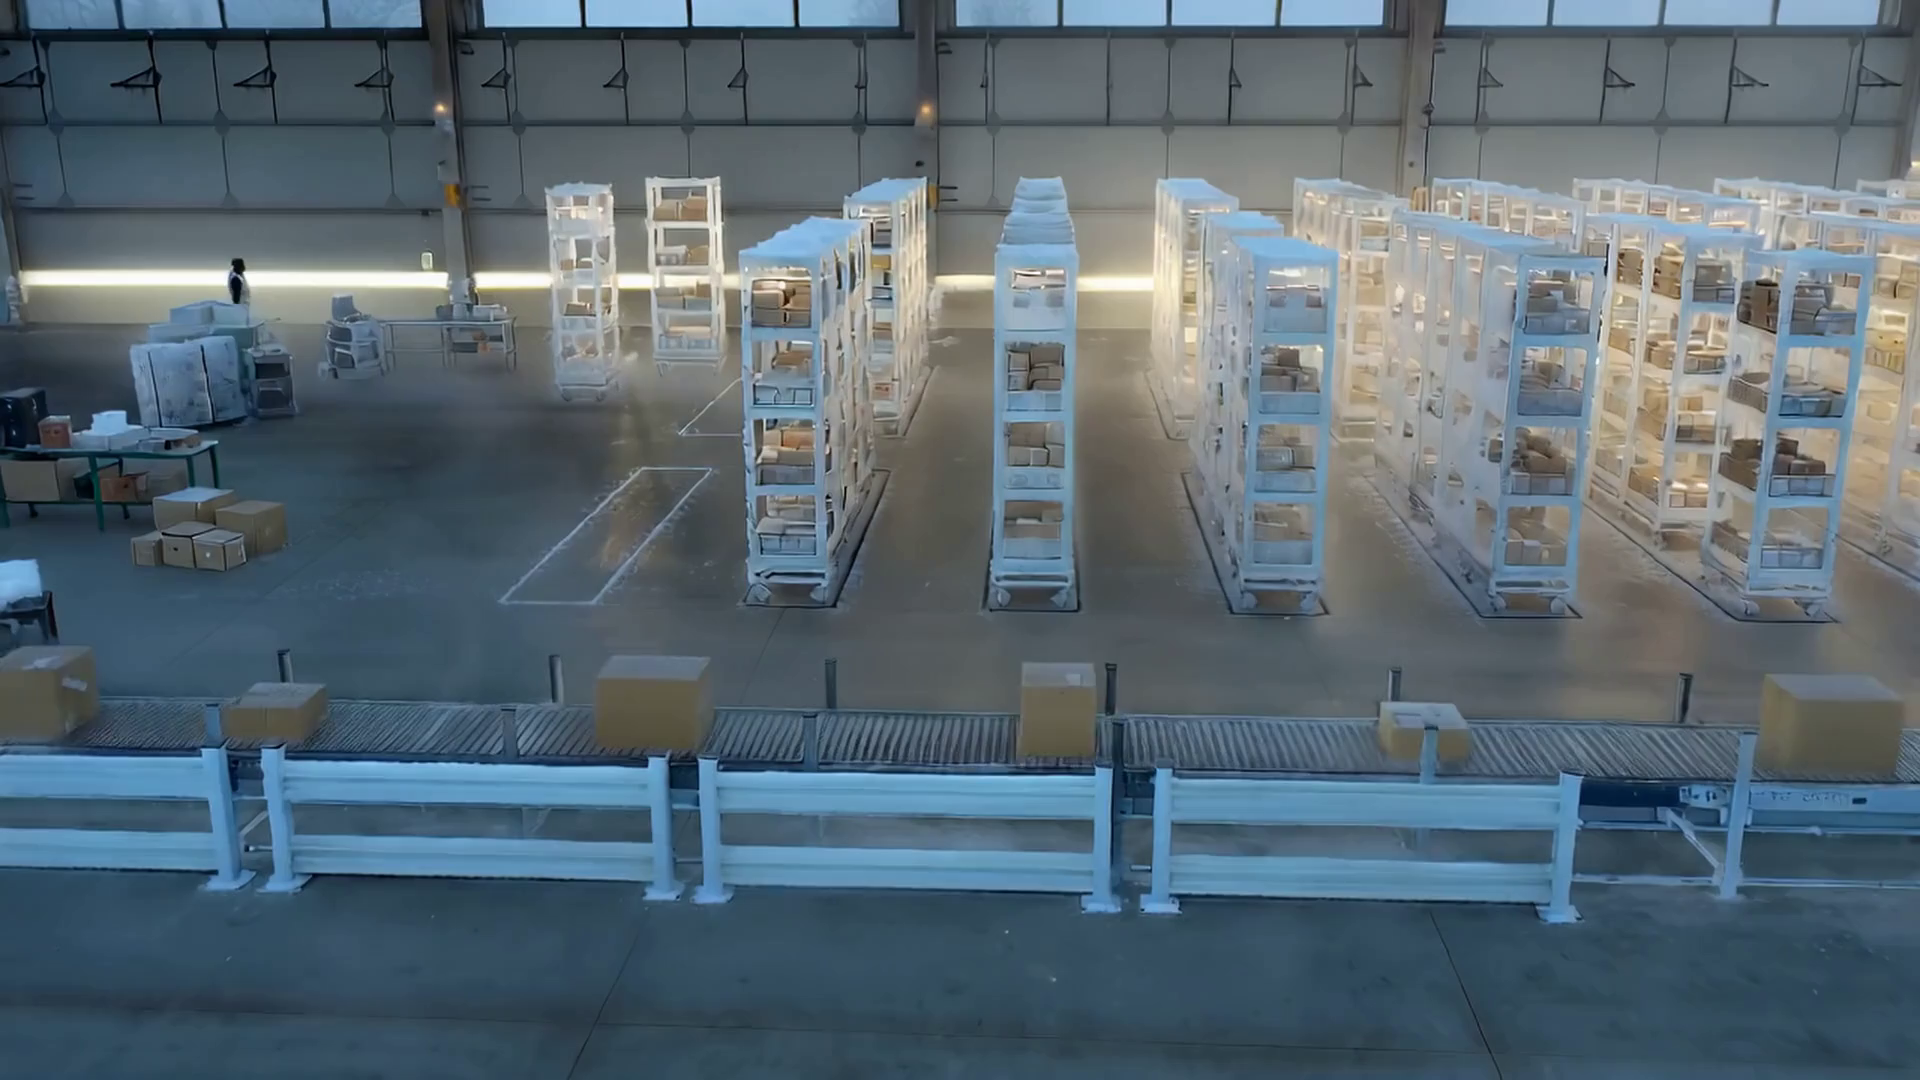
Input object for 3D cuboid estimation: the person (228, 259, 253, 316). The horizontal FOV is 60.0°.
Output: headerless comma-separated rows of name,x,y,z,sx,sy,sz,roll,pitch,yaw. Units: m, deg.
person,-14.883,-4.897,34.298,0.917,1.808,0.628,-5,16,-19
